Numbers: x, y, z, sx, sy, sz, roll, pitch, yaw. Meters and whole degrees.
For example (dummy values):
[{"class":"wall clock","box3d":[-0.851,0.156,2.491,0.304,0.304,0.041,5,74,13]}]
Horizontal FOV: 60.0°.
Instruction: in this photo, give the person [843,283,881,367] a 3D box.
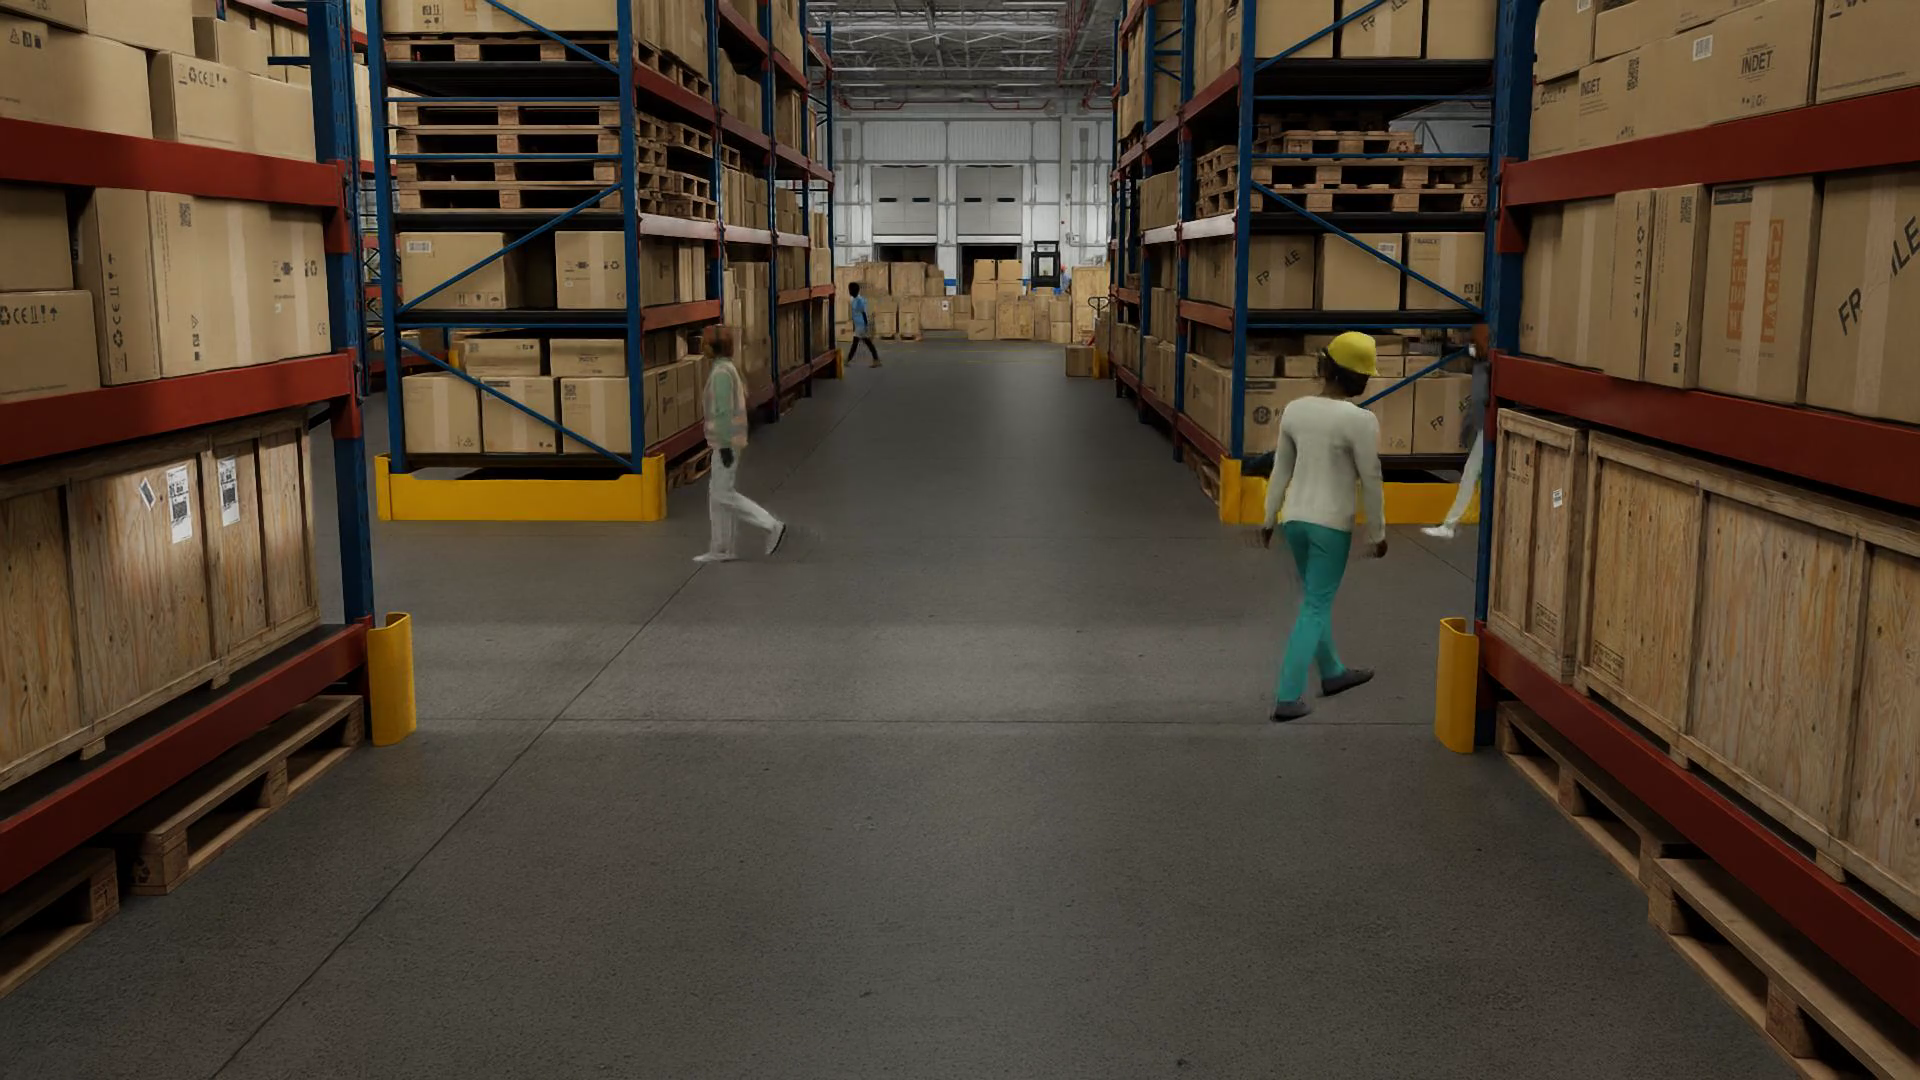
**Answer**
[{"class":"person","box3d":[-1.944,-4.124,31.962,0.931,1.628,0.538,-2,10,-14]}]

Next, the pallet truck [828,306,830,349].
[{"class":"pallet truck","box3d":[-3.100,-3.940,29.800,1.885,1.965,0.823,3,10,19]}]

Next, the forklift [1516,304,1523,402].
[{"class":"forklift","box3d":[7.795,-3.358,23.677,1.873,2.768,1.129,3,10,15]}]

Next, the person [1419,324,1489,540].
[{"class":"person","box3d":[3.845,-0.783,12.134,0.896,1.579,0.503,0,9,0]}]

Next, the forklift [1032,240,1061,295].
[{"class":"forklift","box3d":[3.172,-9.648,61.356,1.129,2.768,1.873,0,9,1]}]

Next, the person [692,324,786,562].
[{"class":"person","box3d":[-1.502,-0.633,11.129,0.552,1.626,0.526,-1,10,-7]}]

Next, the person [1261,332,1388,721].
[{"class":"person","box3d":[1.660,-0.067,7.453,0.797,1.714,0.565,-7,12,-35]}]

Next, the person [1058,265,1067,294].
[{"class":"person","box3d":[4.232,-10.412,68.871,0.501,1.907,0.588,-5,10,-25]}]
